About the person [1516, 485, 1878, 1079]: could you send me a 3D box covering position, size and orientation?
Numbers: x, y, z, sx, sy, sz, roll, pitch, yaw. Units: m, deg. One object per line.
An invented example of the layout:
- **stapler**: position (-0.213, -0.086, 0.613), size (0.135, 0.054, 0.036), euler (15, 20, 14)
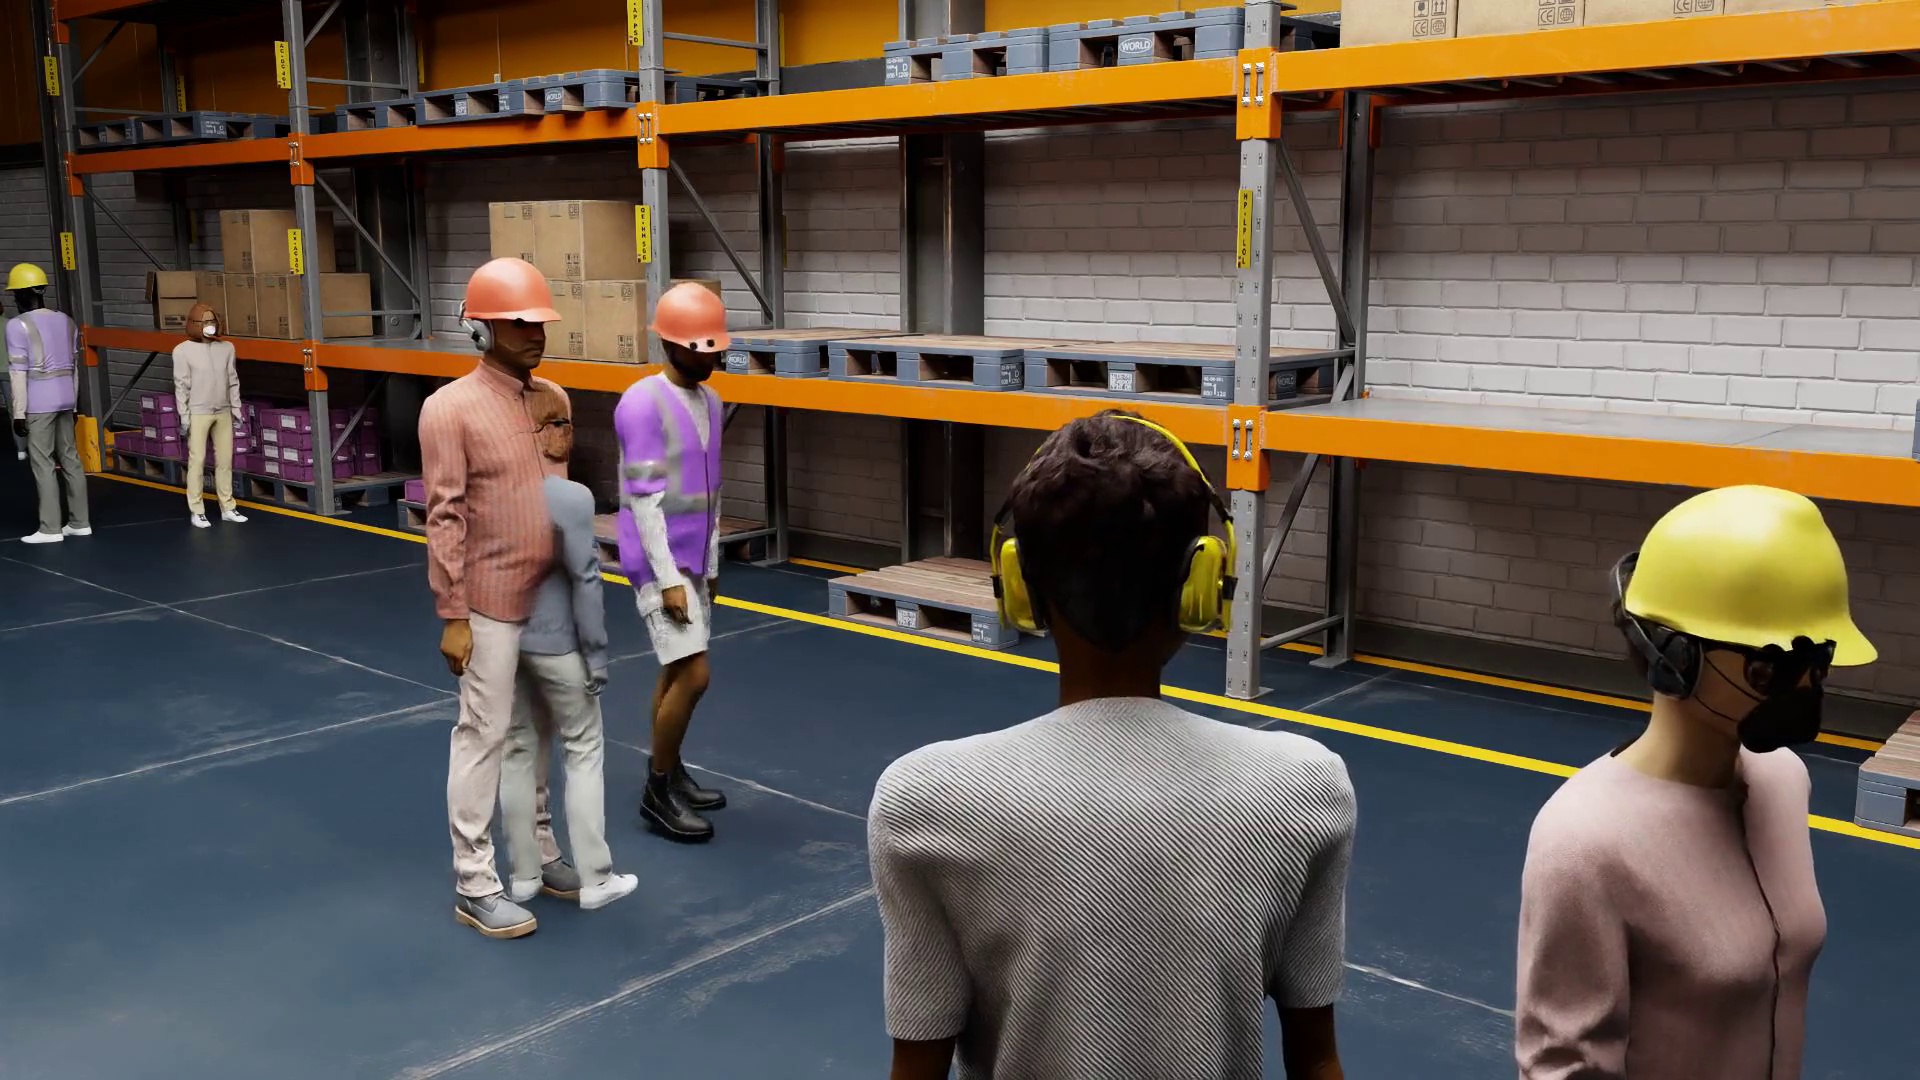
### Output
- **person**: position (0.845, 0.808, 1.970), size (0.534, 1.765, 0.324), euler (-8, 13, -38)

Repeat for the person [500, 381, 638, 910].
- **person**: position (-1.275, 0.327, 5.099), size (0.518, 1.629, 0.341), euler (4, 11, 23)

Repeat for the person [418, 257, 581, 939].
- **person**: position (-1.325, 0.165, 4.974), size (0.396, 1.992, 0.623), euler (4, 11, 23)

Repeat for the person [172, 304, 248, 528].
- **person**: position (-5.472, -0.905, 12.128), size (0.284, 1.626, 0.496), euler (6, 12, 31)

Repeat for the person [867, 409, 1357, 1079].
- **person**: position (0.152, 0.795, 1.759), size (0.532, 1.863, 0.313), euler (-1, 10, -8)

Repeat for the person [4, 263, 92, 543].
- **person**: position (-6.315, -0.935, 11.461), size (0.397, 1.918, 0.588), euler (2, 10, 12)

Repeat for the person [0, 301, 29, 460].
- **person**: position (-9.169, -1.559, 15.817), size (0.501, 1.631, 0.285), euler (-7, 12, -36)

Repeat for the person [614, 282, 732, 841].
- **person**: position (-0.969, 0.079, 5.694), size (0.493, 1.909, 0.551), euler (4, 11, 21)
